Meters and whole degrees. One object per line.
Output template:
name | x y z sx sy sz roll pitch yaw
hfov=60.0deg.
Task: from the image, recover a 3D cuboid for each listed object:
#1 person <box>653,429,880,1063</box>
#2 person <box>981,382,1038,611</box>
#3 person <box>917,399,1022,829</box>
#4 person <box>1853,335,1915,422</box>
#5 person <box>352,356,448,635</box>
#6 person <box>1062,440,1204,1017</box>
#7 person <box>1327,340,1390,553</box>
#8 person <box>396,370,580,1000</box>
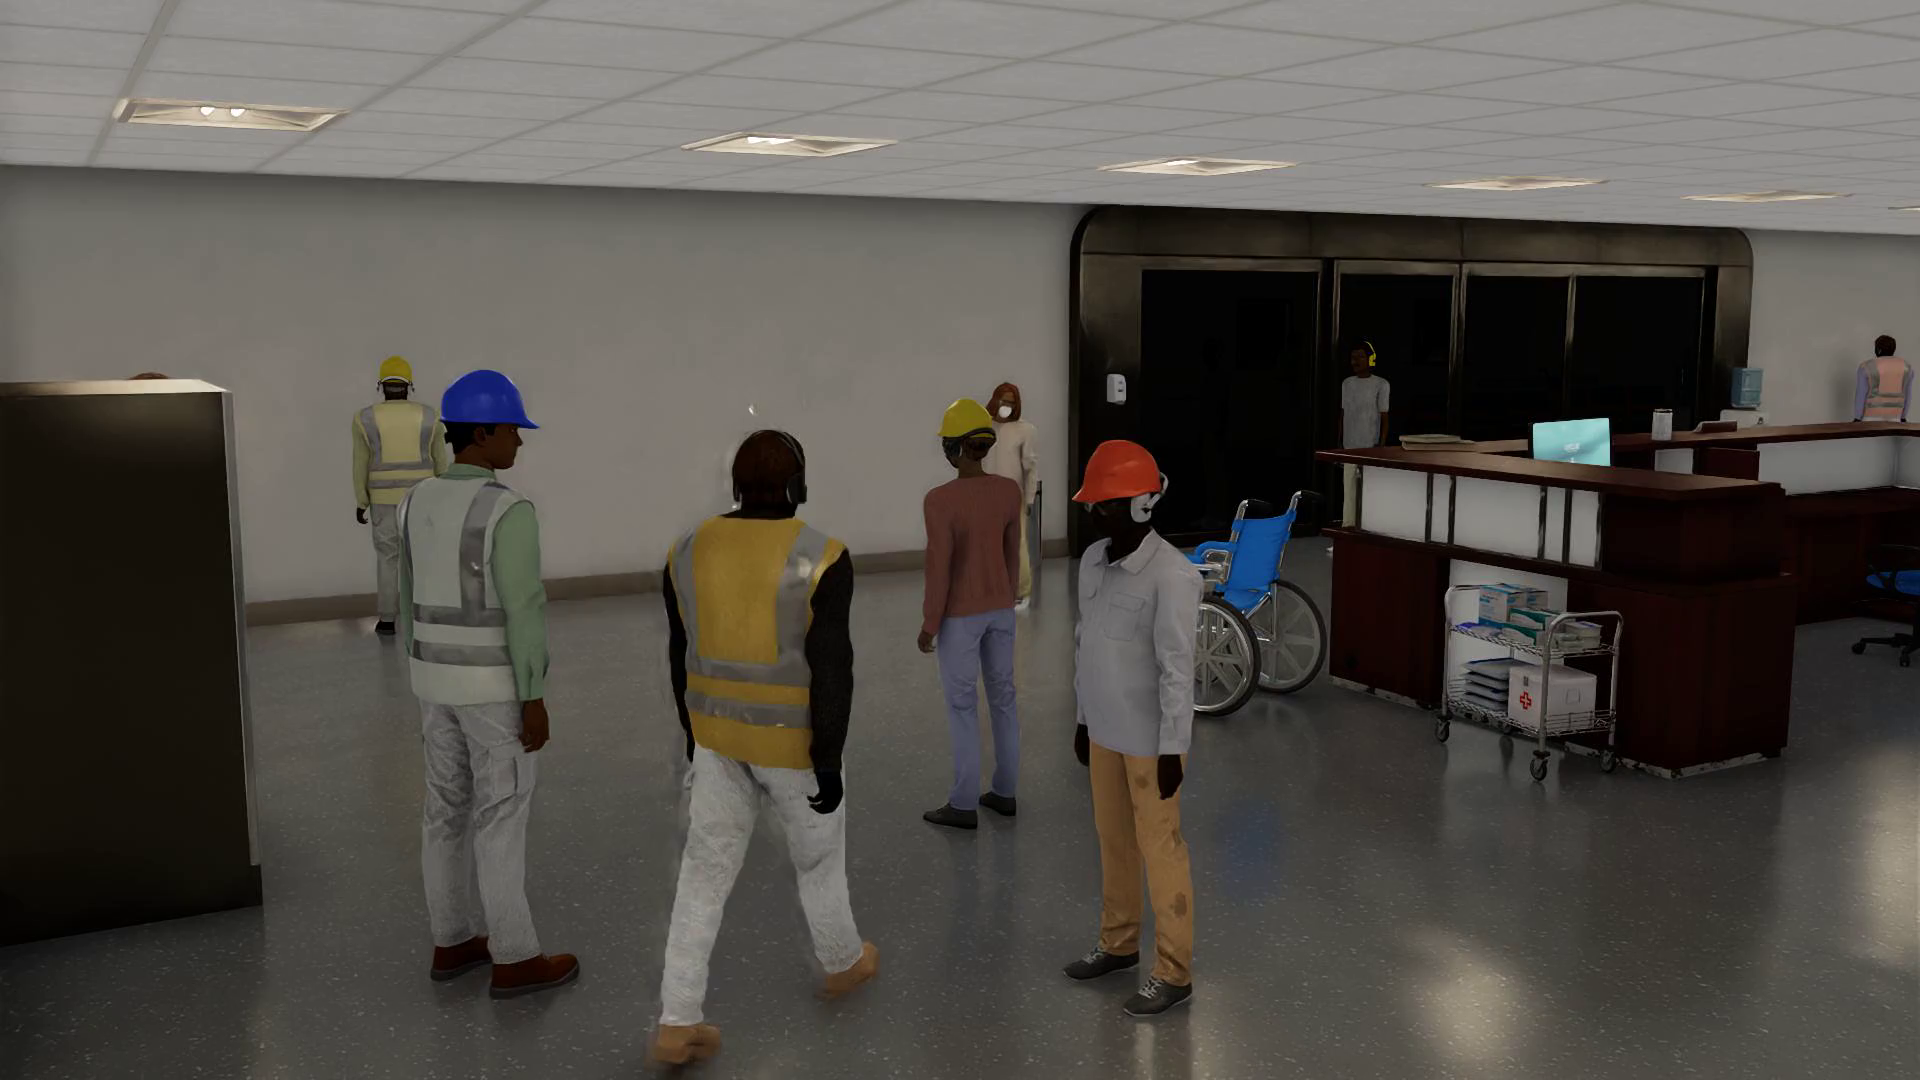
person | -0.590 0.573 4.859 0.638 1.794 0.984 3 8 22
person | 0.301 -0.308 11.811 0.533 1.622 0.294 3 9 23
person | 0.039 0.304 6.870 0.523 1.769 0.322 -7 11 -42
person | 10.607 -1.434 19.171 0.625 1.846 0.429 0 8 2
person | -3.671 -0.290 10.926 0.600 1.832 0.404 -4 9 -25
person | 0.504 0.562 5.089 0.361 1.742 0.563 -4 9 -29
person | 3.469 -0.794 14.442 0.329 1.872 0.508 -7 11 -42
person | -1.496 0.445 5.200 0.605 1.944 0.402 6 10 36
